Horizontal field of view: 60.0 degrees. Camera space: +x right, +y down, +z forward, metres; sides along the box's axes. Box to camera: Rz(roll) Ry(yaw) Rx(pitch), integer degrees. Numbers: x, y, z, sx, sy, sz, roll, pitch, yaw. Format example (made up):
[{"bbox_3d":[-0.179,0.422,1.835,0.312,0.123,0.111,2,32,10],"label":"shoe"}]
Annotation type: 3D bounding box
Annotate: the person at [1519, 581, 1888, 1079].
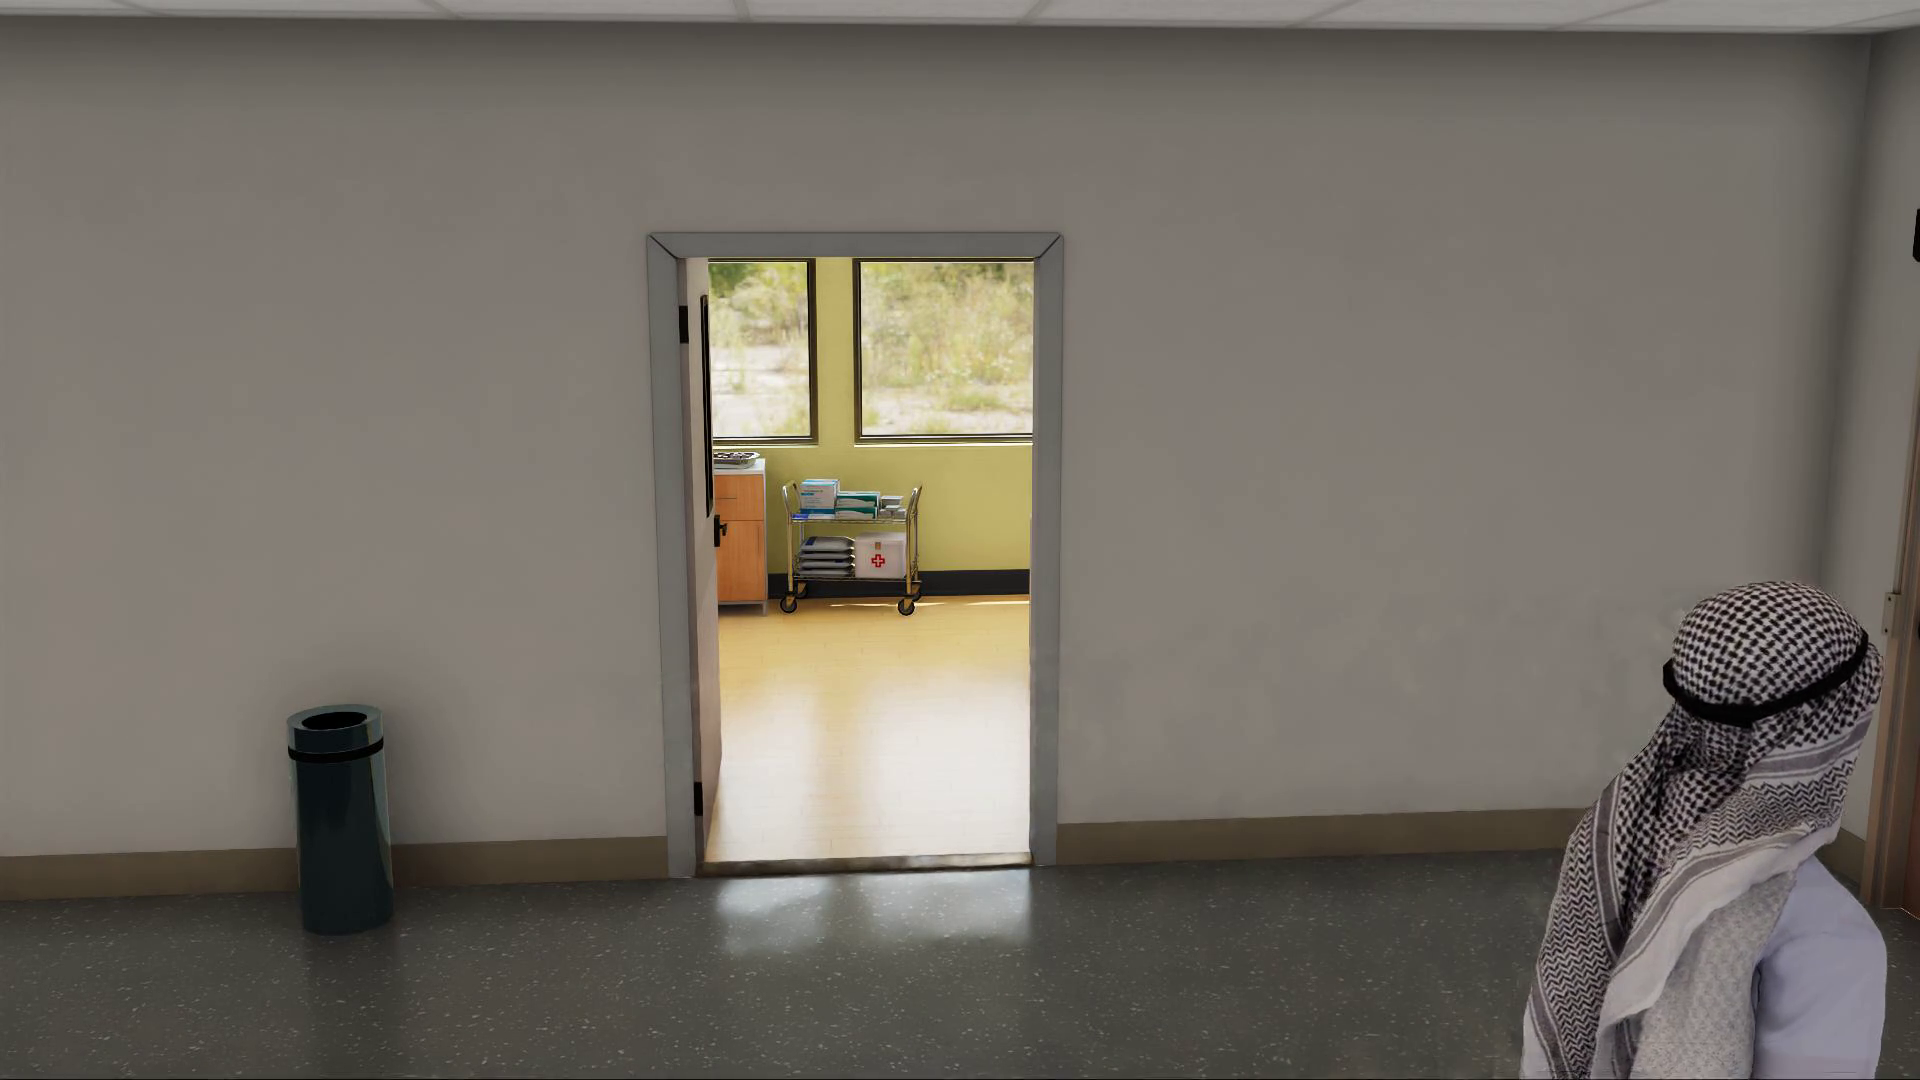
[{"bbox_3d":[0.839,1.016,2.114,1.313,1.876,0.874,-3,11,-16],"label":"person"}]
